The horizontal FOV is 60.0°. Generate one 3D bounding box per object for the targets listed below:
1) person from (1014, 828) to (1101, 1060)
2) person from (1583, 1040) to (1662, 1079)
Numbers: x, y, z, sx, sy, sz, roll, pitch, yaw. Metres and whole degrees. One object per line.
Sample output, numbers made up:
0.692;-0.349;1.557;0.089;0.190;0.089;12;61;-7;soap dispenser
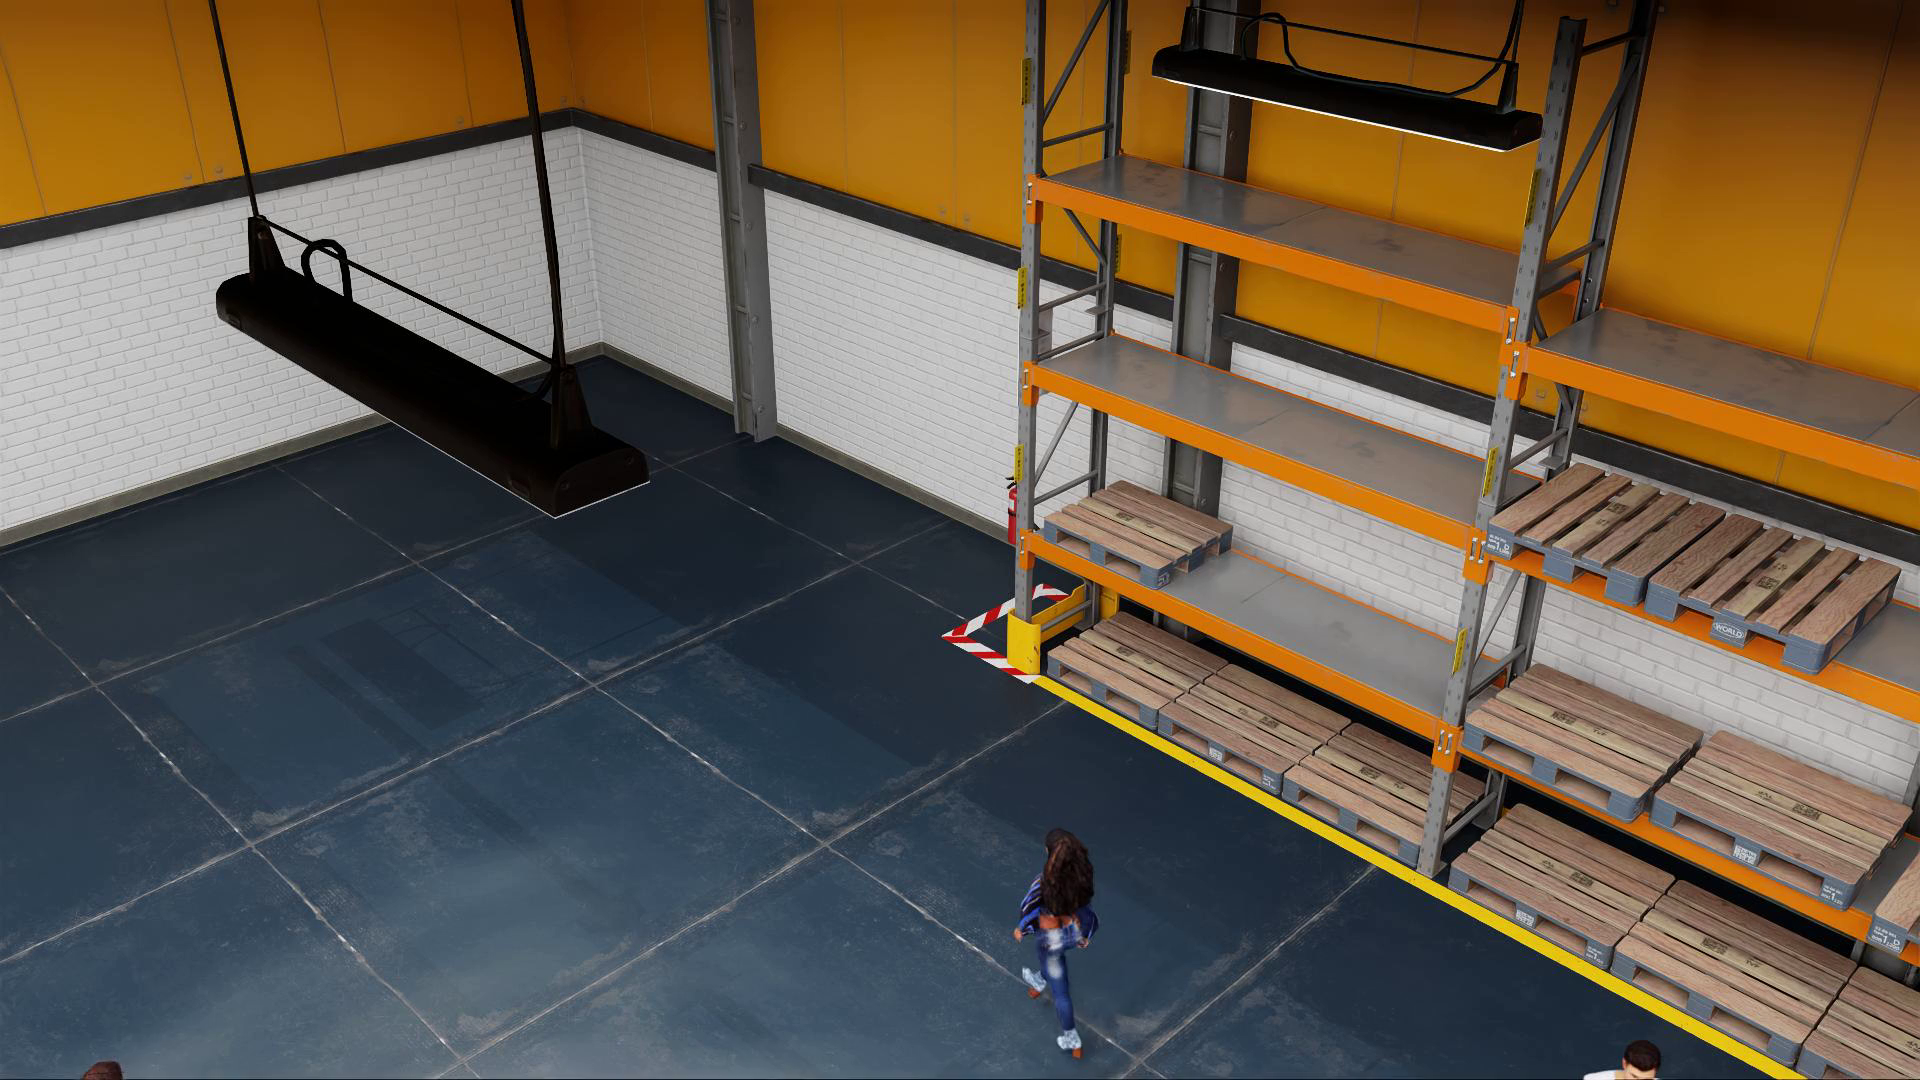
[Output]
0.638;2.496;10.167;0.747;1.582;1.033;-17;33;-29;person
3.389;3.233;8.606;0.680;1.784;0.784;7;29;12;person
